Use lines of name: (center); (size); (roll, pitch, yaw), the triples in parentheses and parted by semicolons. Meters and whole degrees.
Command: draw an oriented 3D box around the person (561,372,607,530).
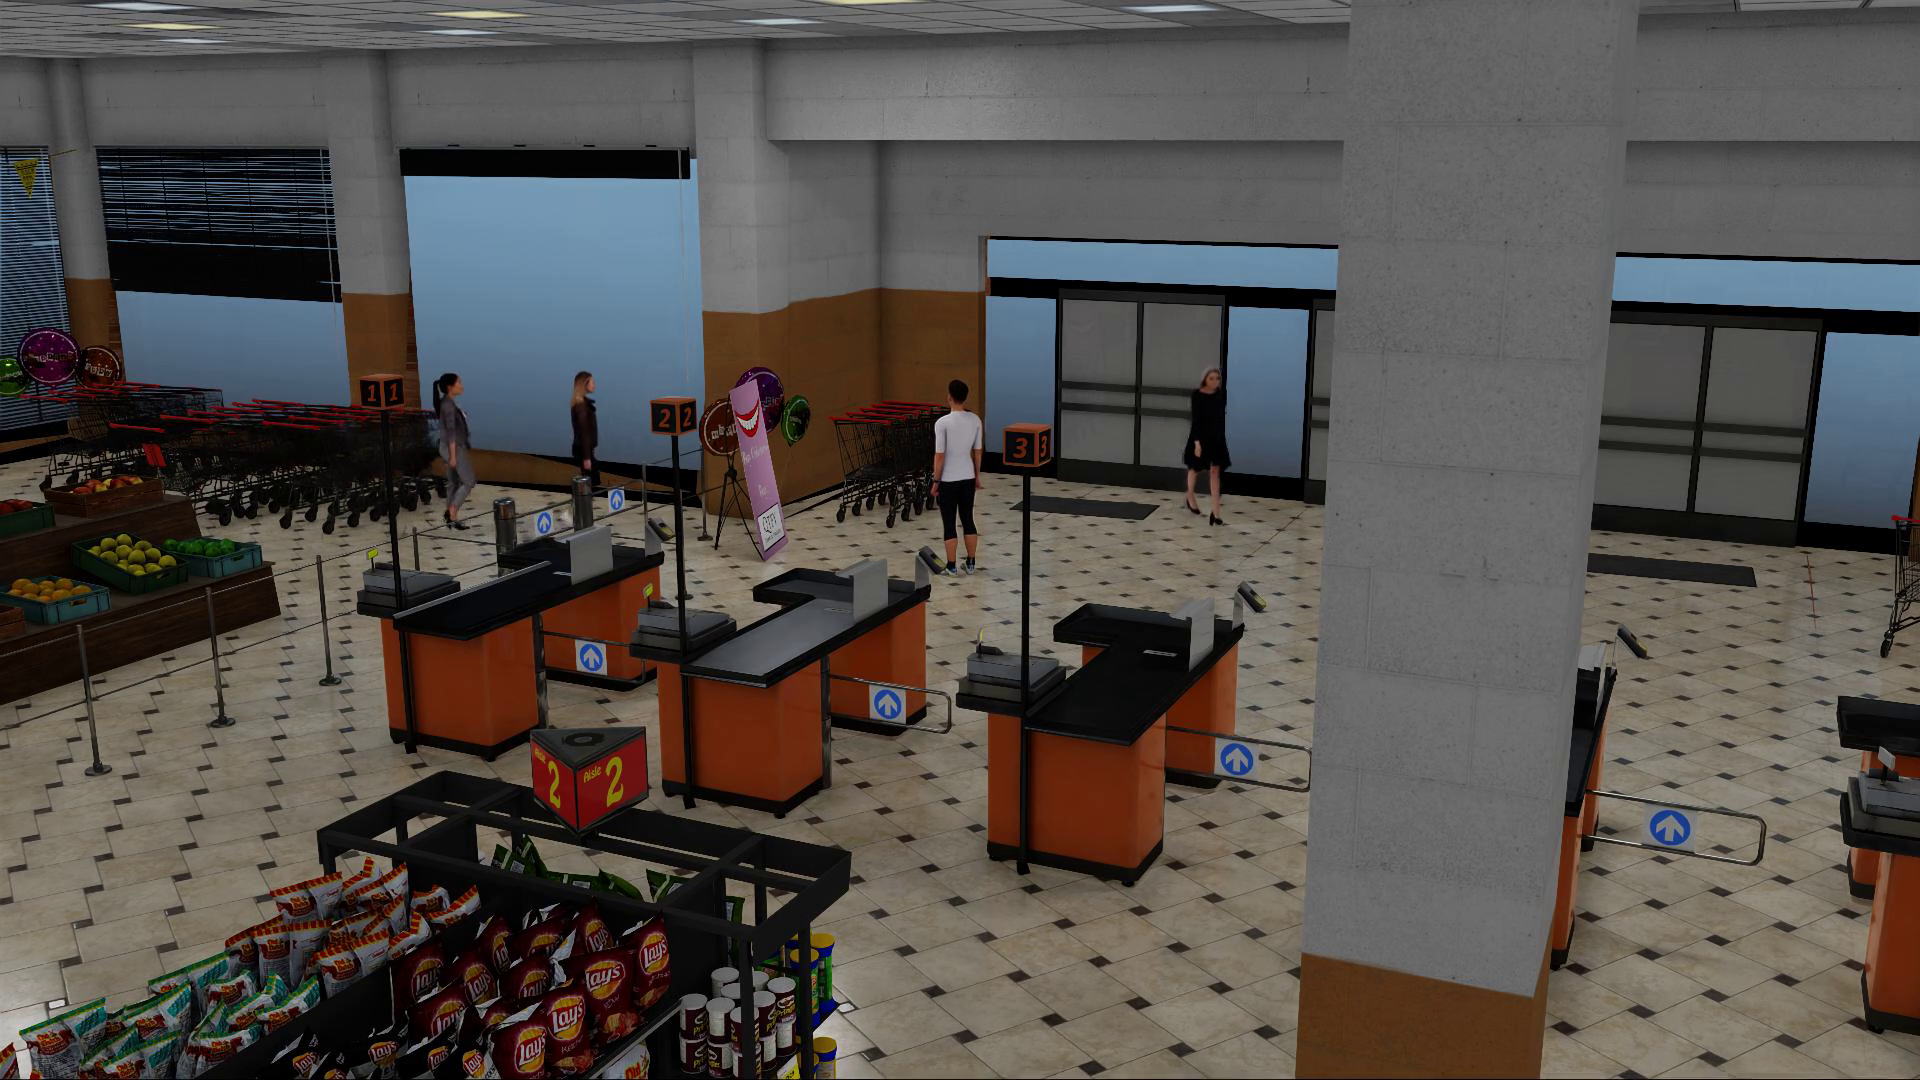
person: (-3.932, -0.881, 17.136); (0.877, 1.696, 0.819); (-3, 14, -14)

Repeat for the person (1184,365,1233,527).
person: (2.580, -0.995, 17.657); (1.129, 1.671, 1.203); (-6, 15, -22)

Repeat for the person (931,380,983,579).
person: (-0.026, -0.580, 15.564); (0.701, 1.851, 0.821); (-8, 16, -31)

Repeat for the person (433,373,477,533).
person: (-5.329, -0.886, 17.216); (0.761, 1.667, 0.721); (-7, 15, -26)
